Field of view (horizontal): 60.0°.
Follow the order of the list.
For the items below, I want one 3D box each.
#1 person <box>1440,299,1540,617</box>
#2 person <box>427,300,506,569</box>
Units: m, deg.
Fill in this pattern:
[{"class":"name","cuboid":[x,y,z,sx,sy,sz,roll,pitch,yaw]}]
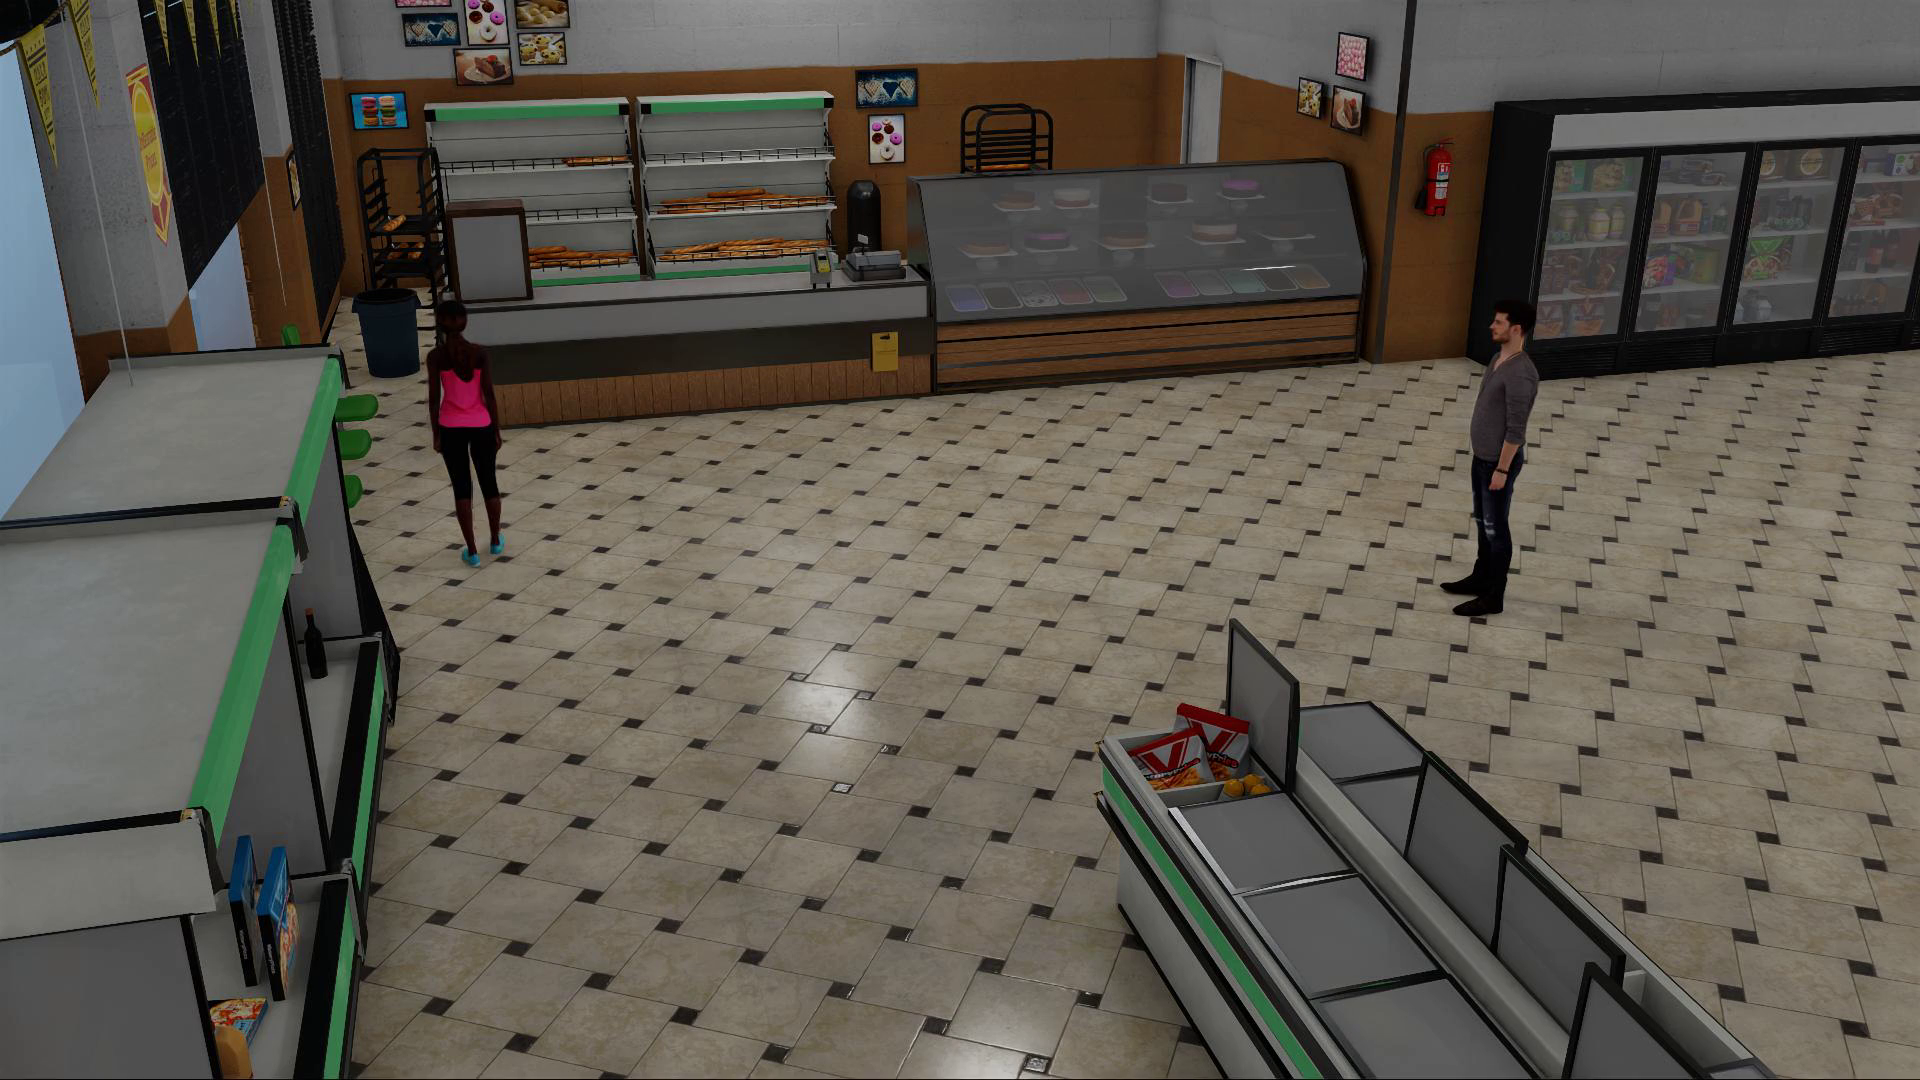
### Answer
[{"class":"person","cuboid":[3.183,-0.489,9.830,0.811,1.904,0.641,1,22,3]},{"class":"person","cuboid":[-3.120,-0.670,10.515,0.595,1.728,0.655,-8,23,-18]}]
